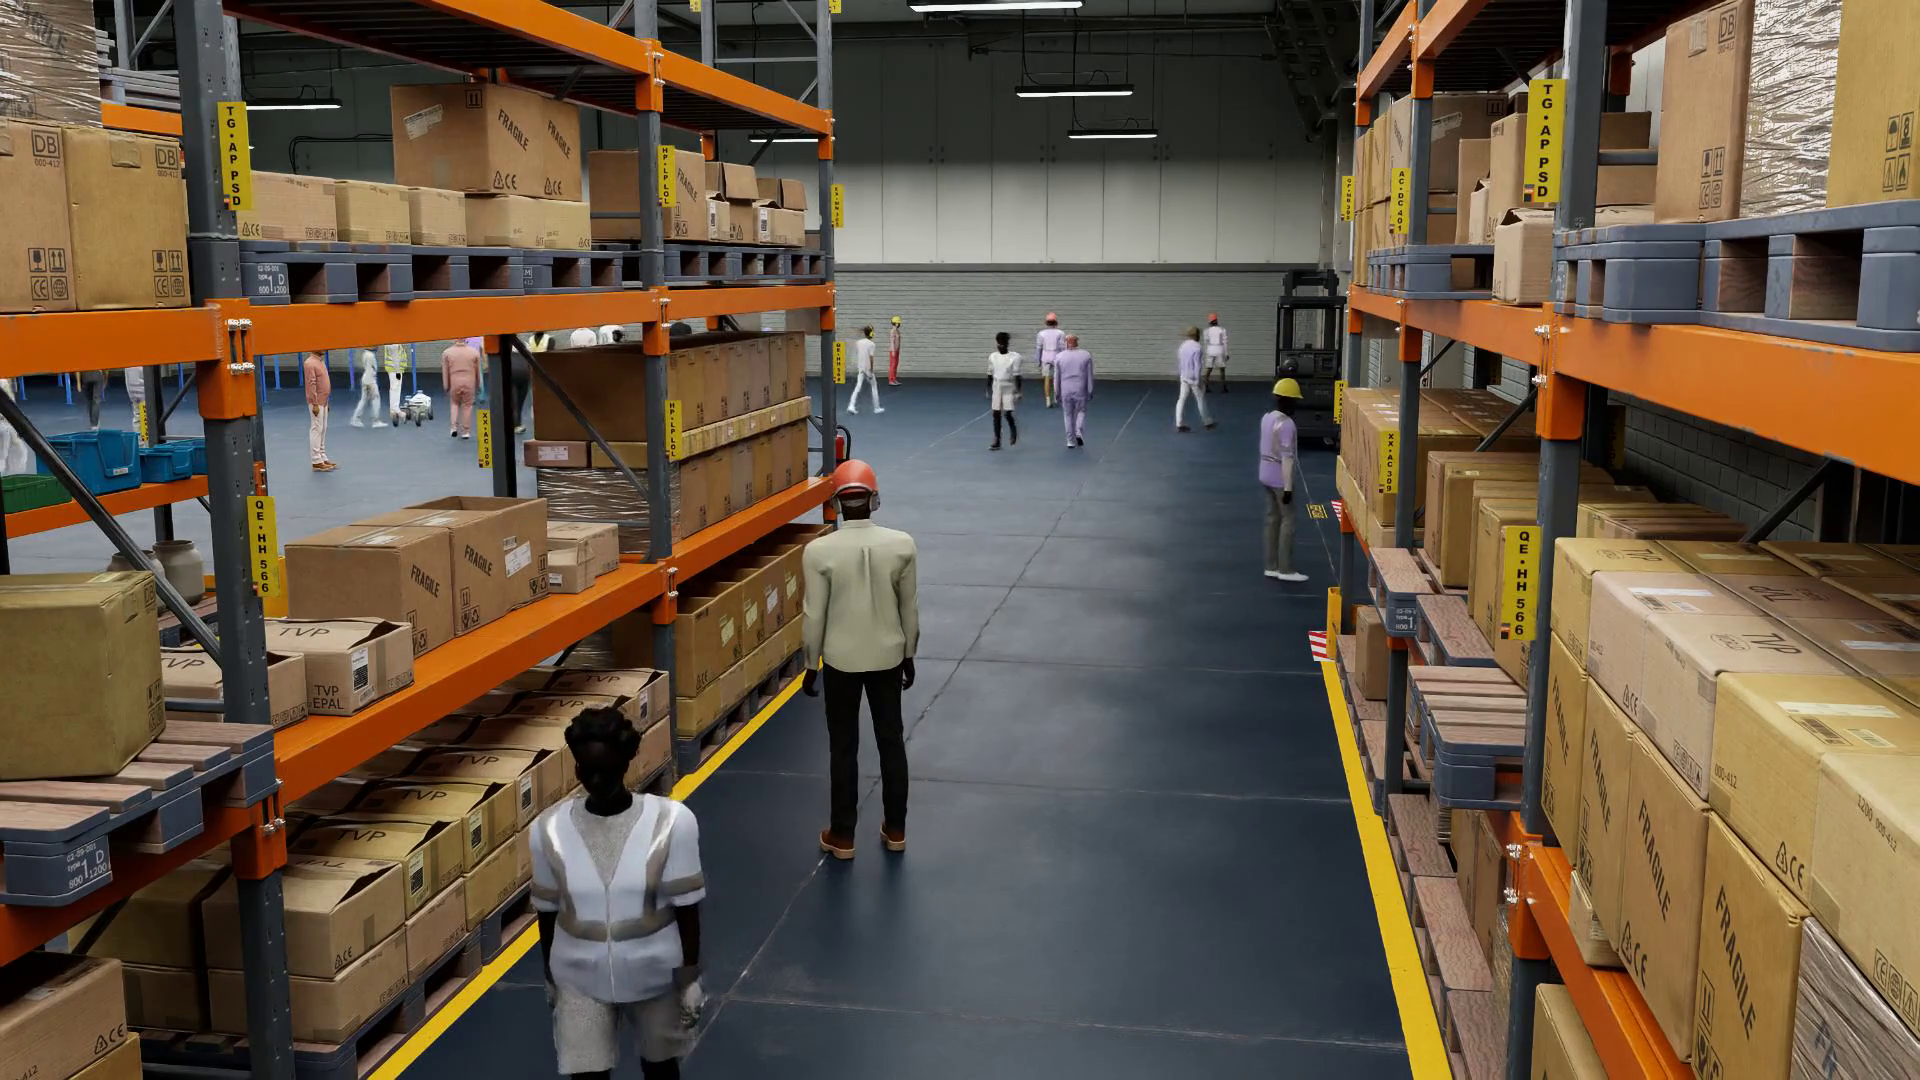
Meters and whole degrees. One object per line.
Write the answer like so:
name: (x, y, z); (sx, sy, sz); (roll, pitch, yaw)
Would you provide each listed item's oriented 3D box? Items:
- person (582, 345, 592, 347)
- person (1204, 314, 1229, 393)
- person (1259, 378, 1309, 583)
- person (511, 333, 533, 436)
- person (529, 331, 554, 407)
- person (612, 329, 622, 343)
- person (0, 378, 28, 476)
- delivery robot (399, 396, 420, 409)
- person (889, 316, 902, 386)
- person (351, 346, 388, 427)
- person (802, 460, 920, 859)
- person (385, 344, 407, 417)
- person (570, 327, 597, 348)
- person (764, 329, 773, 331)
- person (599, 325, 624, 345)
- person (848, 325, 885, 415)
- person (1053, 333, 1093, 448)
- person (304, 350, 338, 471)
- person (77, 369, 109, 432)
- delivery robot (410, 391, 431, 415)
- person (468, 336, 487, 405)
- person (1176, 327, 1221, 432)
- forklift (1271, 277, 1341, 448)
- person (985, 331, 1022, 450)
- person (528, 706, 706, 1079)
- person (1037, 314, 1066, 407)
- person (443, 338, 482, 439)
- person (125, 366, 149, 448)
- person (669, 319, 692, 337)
person: (-5.427, -2.004, 24.865); (0.848, 1.811, 0.654); (-5, 10, -26)
person: (6.144, -4.475, 39.907); (0.617, 1.887, 0.504); (3, 10, 18)
person: (3.041, -0.567, 15.703); (0.411, 1.921, 0.602); (-3, 10, -15)
person: (-7.878, -2.869, 29.645); (0.704, 2.000, 1.020); (-8, 12, -40)
person: (-9.072, -3.811, 36.123); (0.610, 1.791, 0.975); (2, 9, 10)
person: (-7.246, -3.628, 35.298); (0.541, 1.686, 0.368); (6, 11, 32)
person: (-12.193, -1.461, 21.376); (0.720, 1.858, 0.594); (-6, 11, -33)
delivery robot: (-10.484, -2.621, 31.595); (0.335, 0.223, 0.698); (-1, 9, -8)
person: (-1.637, -4.826, 42.458); (0.338, 1.757, 0.518); (2, 9, 13)
person: (-11.159, -2.974, 31.249); (0.644, 1.702, 0.502); (-4, 10, -25)
person: (-0.500, 0.591, 8.336); (0.608, 1.987, 0.391); (-3, 10, -20)
person: (-11.302, -3.386, 33.357); (0.431, 1.836, 0.619); (-4, 10, -22)
person: (-8.171, -3.917, 36.384); (0.636, 1.911, 0.405); (3, 10, 20)
person: (-3.317, -2.773, 29.353); (0.621, 1.891, 0.995); (-4, 10, -22)
person: (-8.389, -4.515, 40.019); (0.623, 1.926, 0.460); (-4, 10, -24)
person: (-1.952, -3.489, 34.053); (0.507, 1.823, 1.005); (6, 11, 34)
person: (1.869, -2.467, 27.498); (0.666, 1.885, 0.434); (0, 9, 3)
person: (-9.422, -2.028, 24.457); (0.375, 1.997, 0.612); (-1, 9, -7)
person: (-15.818, -2.875, 30.345); (0.498, 1.796, 0.964); (-2, 9, -13)
delivery robot: (-10.701, -2.715, 32.975); (0.477, 0.478, 0.707); (-2, 10, -12)
person: (-10.662, -3.880, 36.435); (0.591, 1.808, 0.790); (-1, 9, -8)
person: (4.329, -2.927, 30.295); (0.957, 1.896, 0.656); (-5, 11, -29)
forklift: (5.847, -3.016, 27.970); (1.129, 2.768, 1.873); (1, 9, 9)
person: (0.726, -2.436, 27.155); (0.715, 1.937, 0.553); (6, 11, 31)
person: (-1.024, 1.284, 5.052); (0.529, 1.666, 0.799); (-1, 9, -4)
person: (1.981, -3.876, 35.881); (0.628, 1.983, 1.052); (2, 9, 13)
person: (-8.670, -2.711, 29.031); (0.653, 1.882, 0.505); (-2, 9, -11)
person: (-12.991, -2.274, 26.491); (0.592, 1.828, 0.404); (4, 10, 25)
person: (-6.726, -4.547, 40.007); (0.622, 1.990, 0.402); (-1, 9, -7)
